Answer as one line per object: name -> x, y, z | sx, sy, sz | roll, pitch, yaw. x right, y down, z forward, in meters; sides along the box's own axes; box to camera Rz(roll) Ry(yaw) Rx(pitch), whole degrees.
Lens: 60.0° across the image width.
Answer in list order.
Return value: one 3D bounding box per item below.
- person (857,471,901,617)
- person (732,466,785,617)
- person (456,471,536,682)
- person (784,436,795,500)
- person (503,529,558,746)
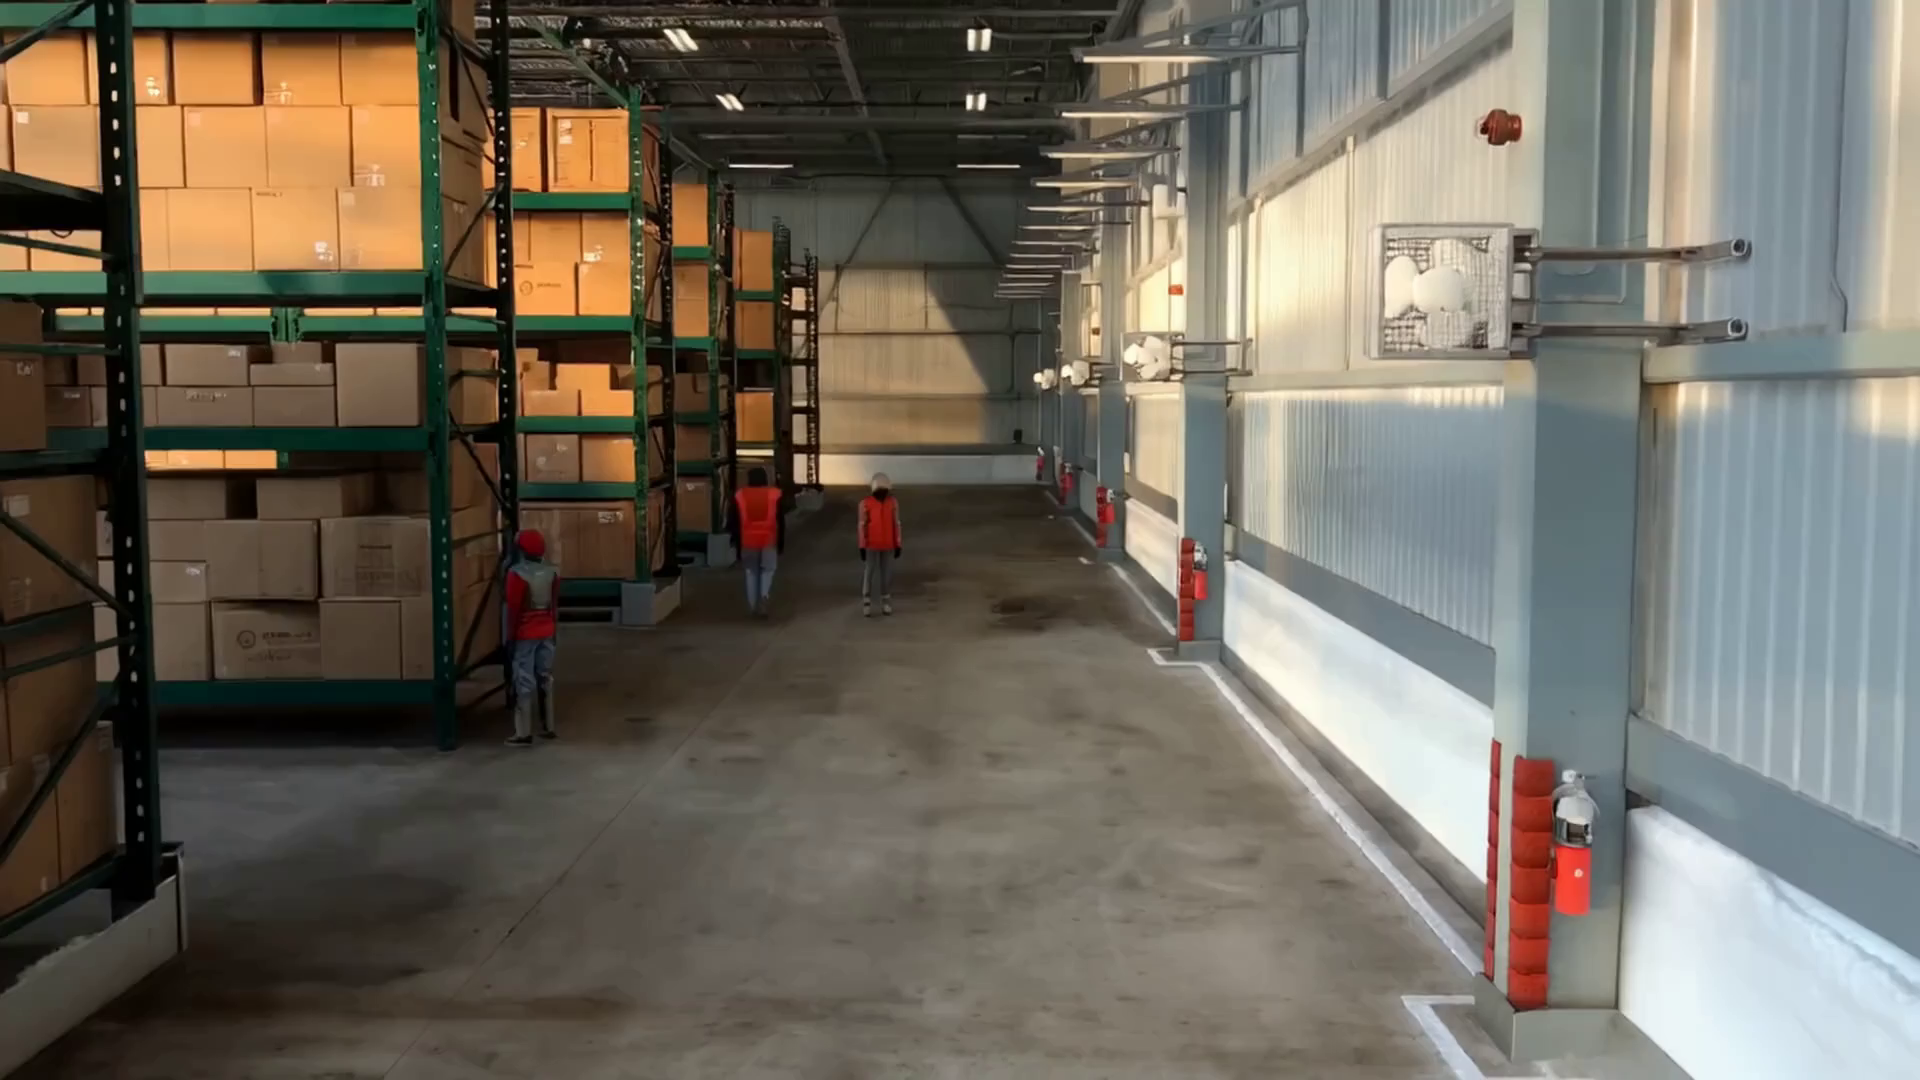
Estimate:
person -> -0.947, 0.051, 19.855 | 0.566, 1.744, 0.349 | -3, 6, -32
person -> -2.404, 0.021, 19.820 | 0.626, 1.818, 0.746 | 0, 5, -1
person -> -4.291, 0.346, 15.221 | 0.937, 1.950, 0.617 | 1, 5, 9
person -> -3.931, -1.485, 37.773 | 0.323, 1.741, 0.491 | 1, 5, 11
person -> -3.233, 0.733, 12.575 | 0.314, 1.632, 0.523 | 3, 6, 29
